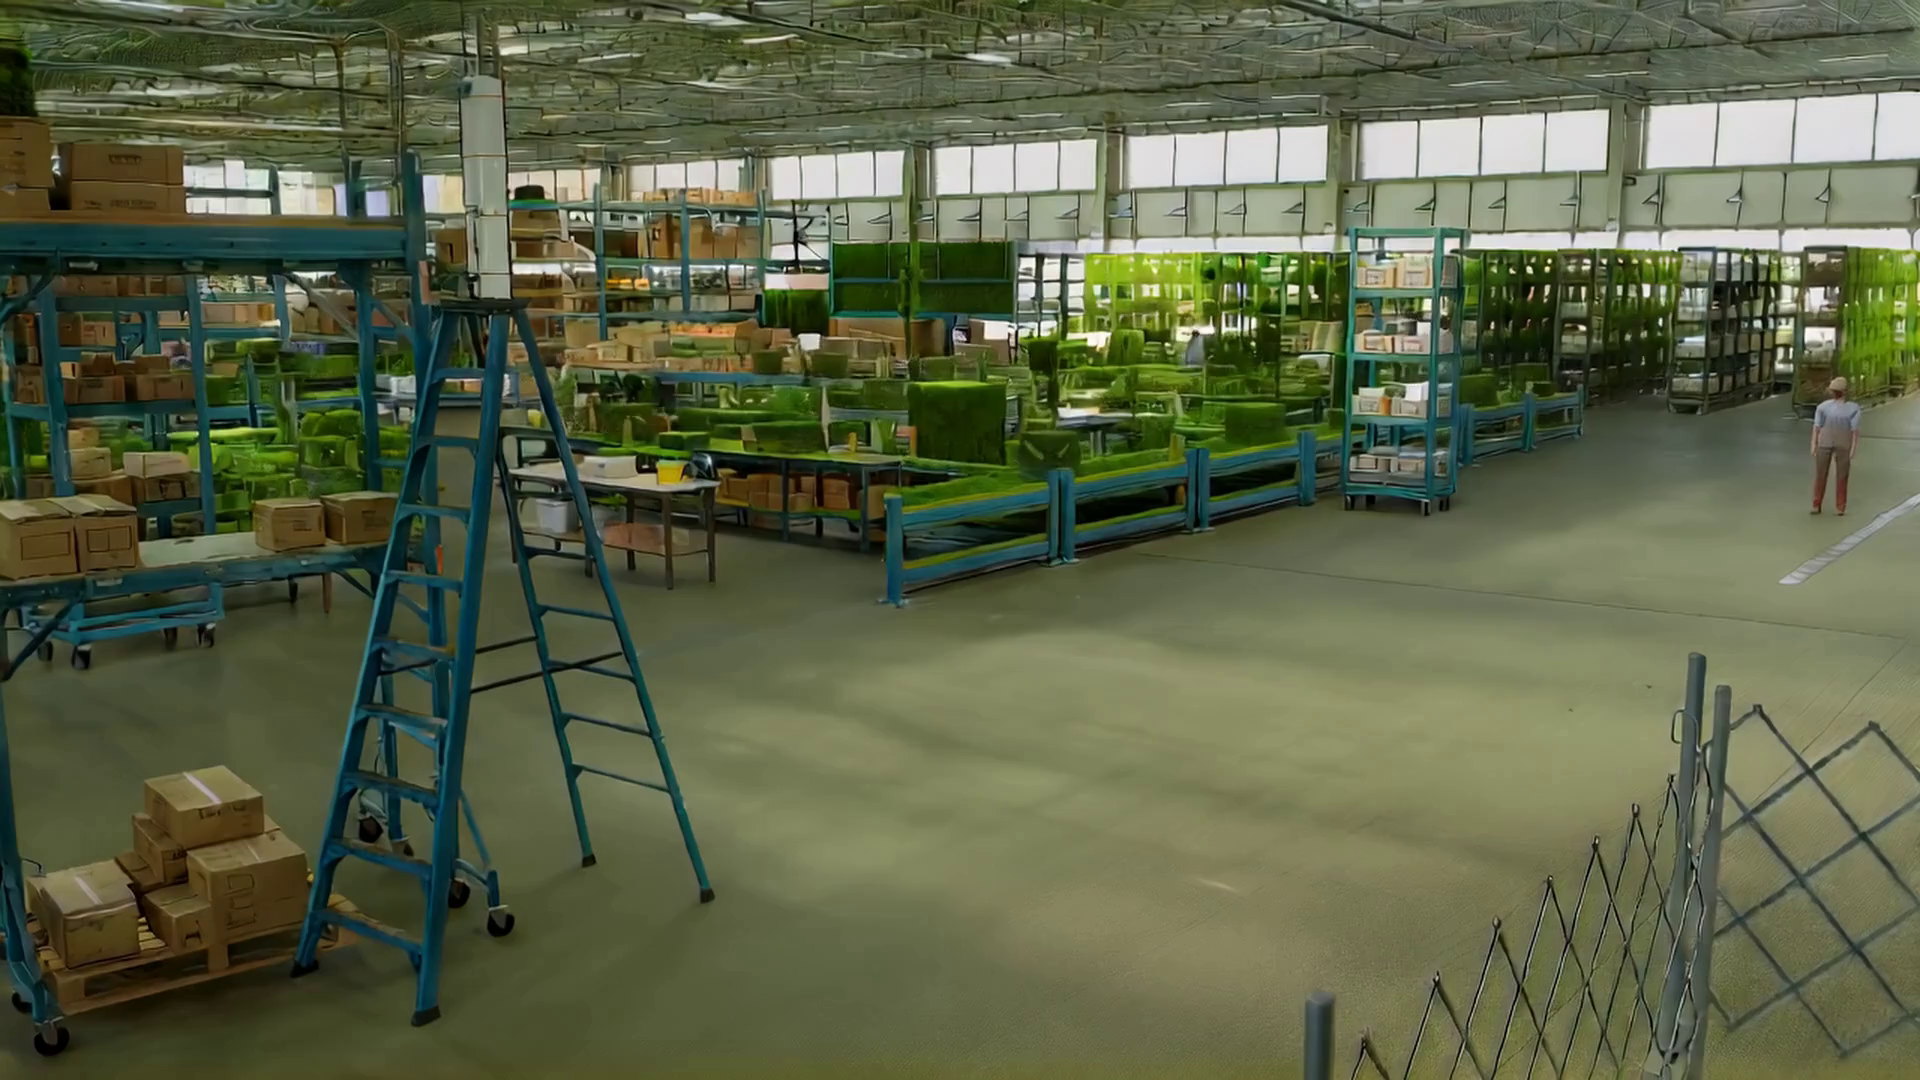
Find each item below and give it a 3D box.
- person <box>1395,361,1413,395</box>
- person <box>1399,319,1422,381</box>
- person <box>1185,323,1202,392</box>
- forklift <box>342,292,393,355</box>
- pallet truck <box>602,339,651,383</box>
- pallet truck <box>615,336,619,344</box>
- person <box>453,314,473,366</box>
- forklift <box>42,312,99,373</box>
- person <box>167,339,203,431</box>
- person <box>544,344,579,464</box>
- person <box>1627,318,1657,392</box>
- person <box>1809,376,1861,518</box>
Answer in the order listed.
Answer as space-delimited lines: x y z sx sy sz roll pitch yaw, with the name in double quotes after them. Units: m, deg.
10.313 -4.065 38.766 0.955 1.790 0.588 6 11 33 "person"
10.207 -3.960 37.478 0.620 2.016 0.896 -4 10 -25 "person"
5.868 -4.498 41.422 0.616 1.811 0.604 3 10 19 "person"
-16.485 -5.622 45.120 1.129 2.768 1.873 7 11 37 "forklift"
-8.991 -4.871 45.351 0.653 1.274 1.630 7 11 37 "pallet truck"
-10.690 -5.294 48.215 1.601 1.201 0.680 -5 10 -26 "pallet truck"
-14.484 -5.682 48.680 0.983 1.850 0.671 -7 12 -38 "person"
-23.779 -5.451 44.052 1.873 2.768 1.129 7 11 36 "forklift"
-13.831 -2.631 29.585 0.881 1.875 0.651 -8 12 -41 "person"
-6.338 -2.153 26.450 0.547 1.930 0.407 0 9 -1 "person"
17.646 -4.808 42.970 0.640 1.944 1.018 -4 10 -26 "person"
10.916 -1.162 20.753 0.534 1.767 0.314 6 11 35 "person"
